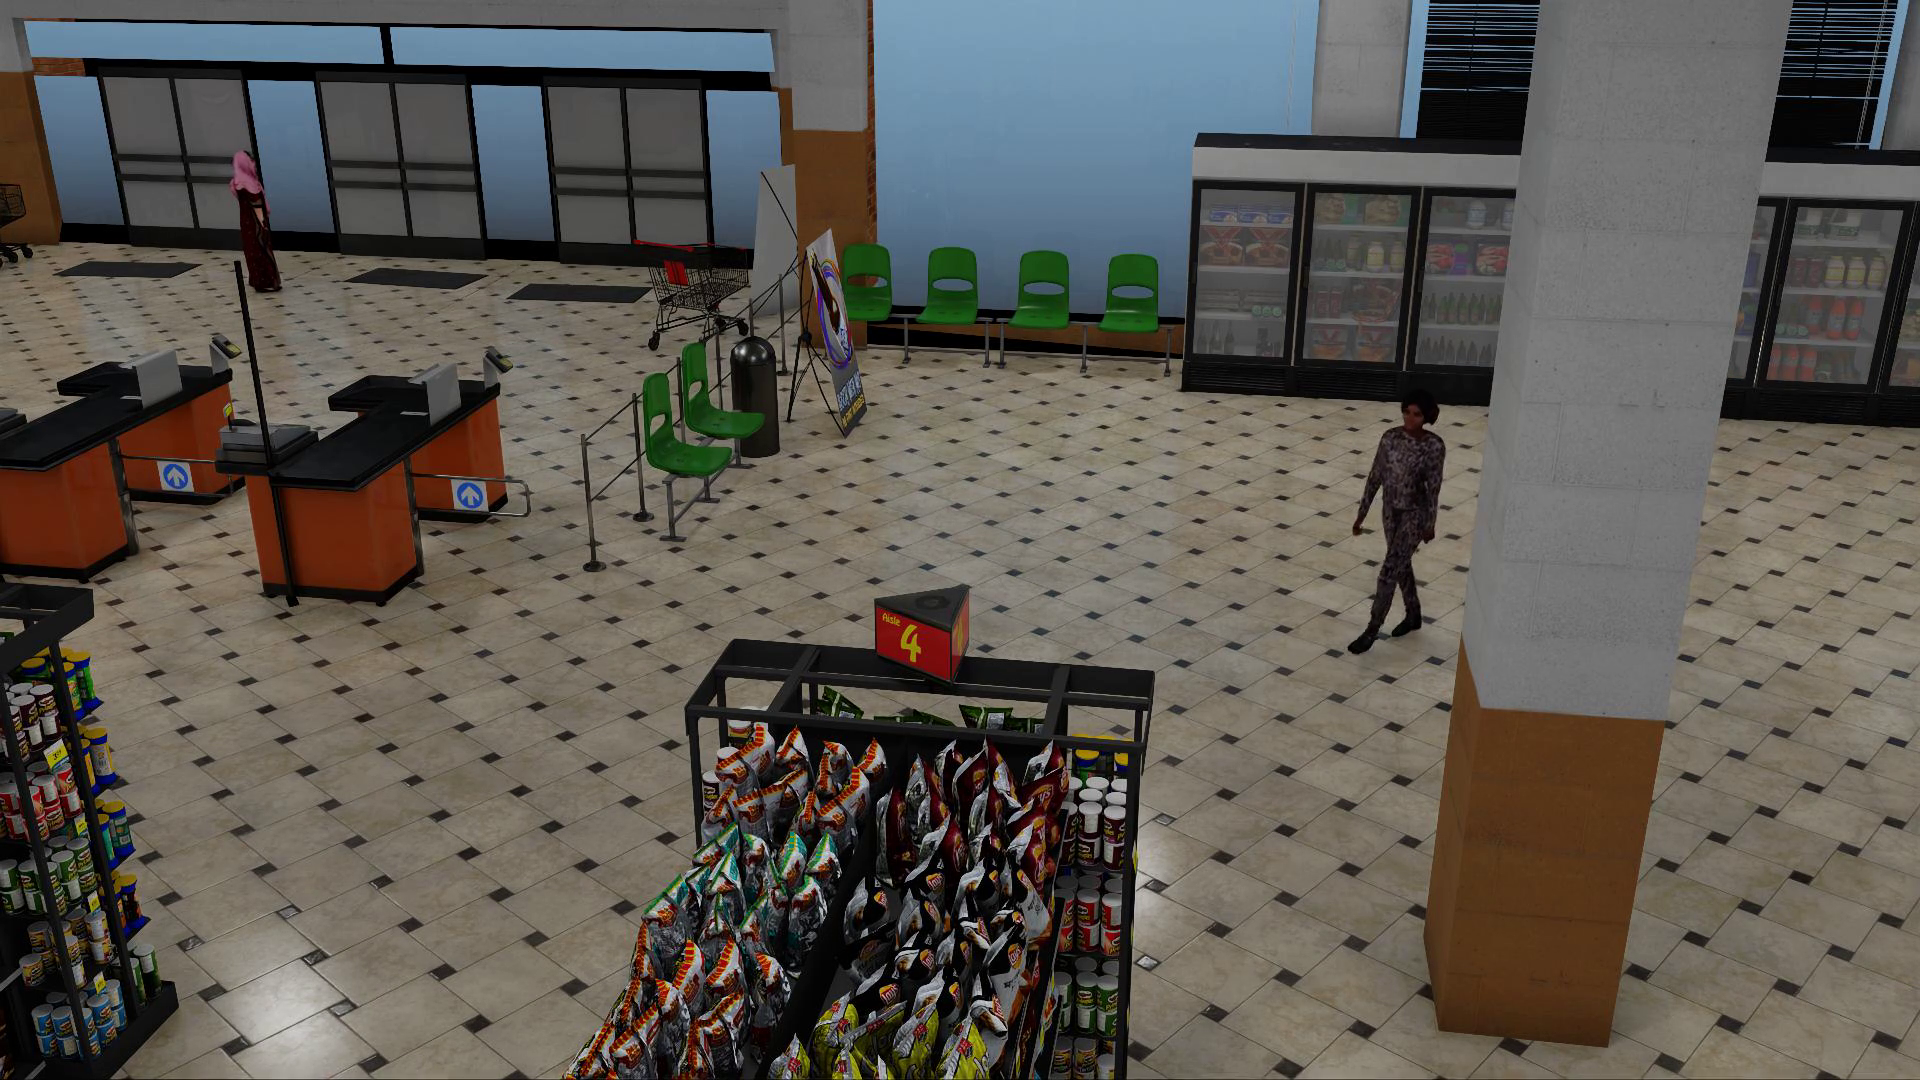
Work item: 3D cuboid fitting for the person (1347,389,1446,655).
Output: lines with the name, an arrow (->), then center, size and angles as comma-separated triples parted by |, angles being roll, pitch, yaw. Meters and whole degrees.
person -> 2.841, -0.133, 10.420 | 1.073, 1.679, 0.999 | -15, 26, -33

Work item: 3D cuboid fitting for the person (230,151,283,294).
person -> -8.232, -3.714, 19.388 | 0.808, 1.637, 0.763 | -17, 28, -36
